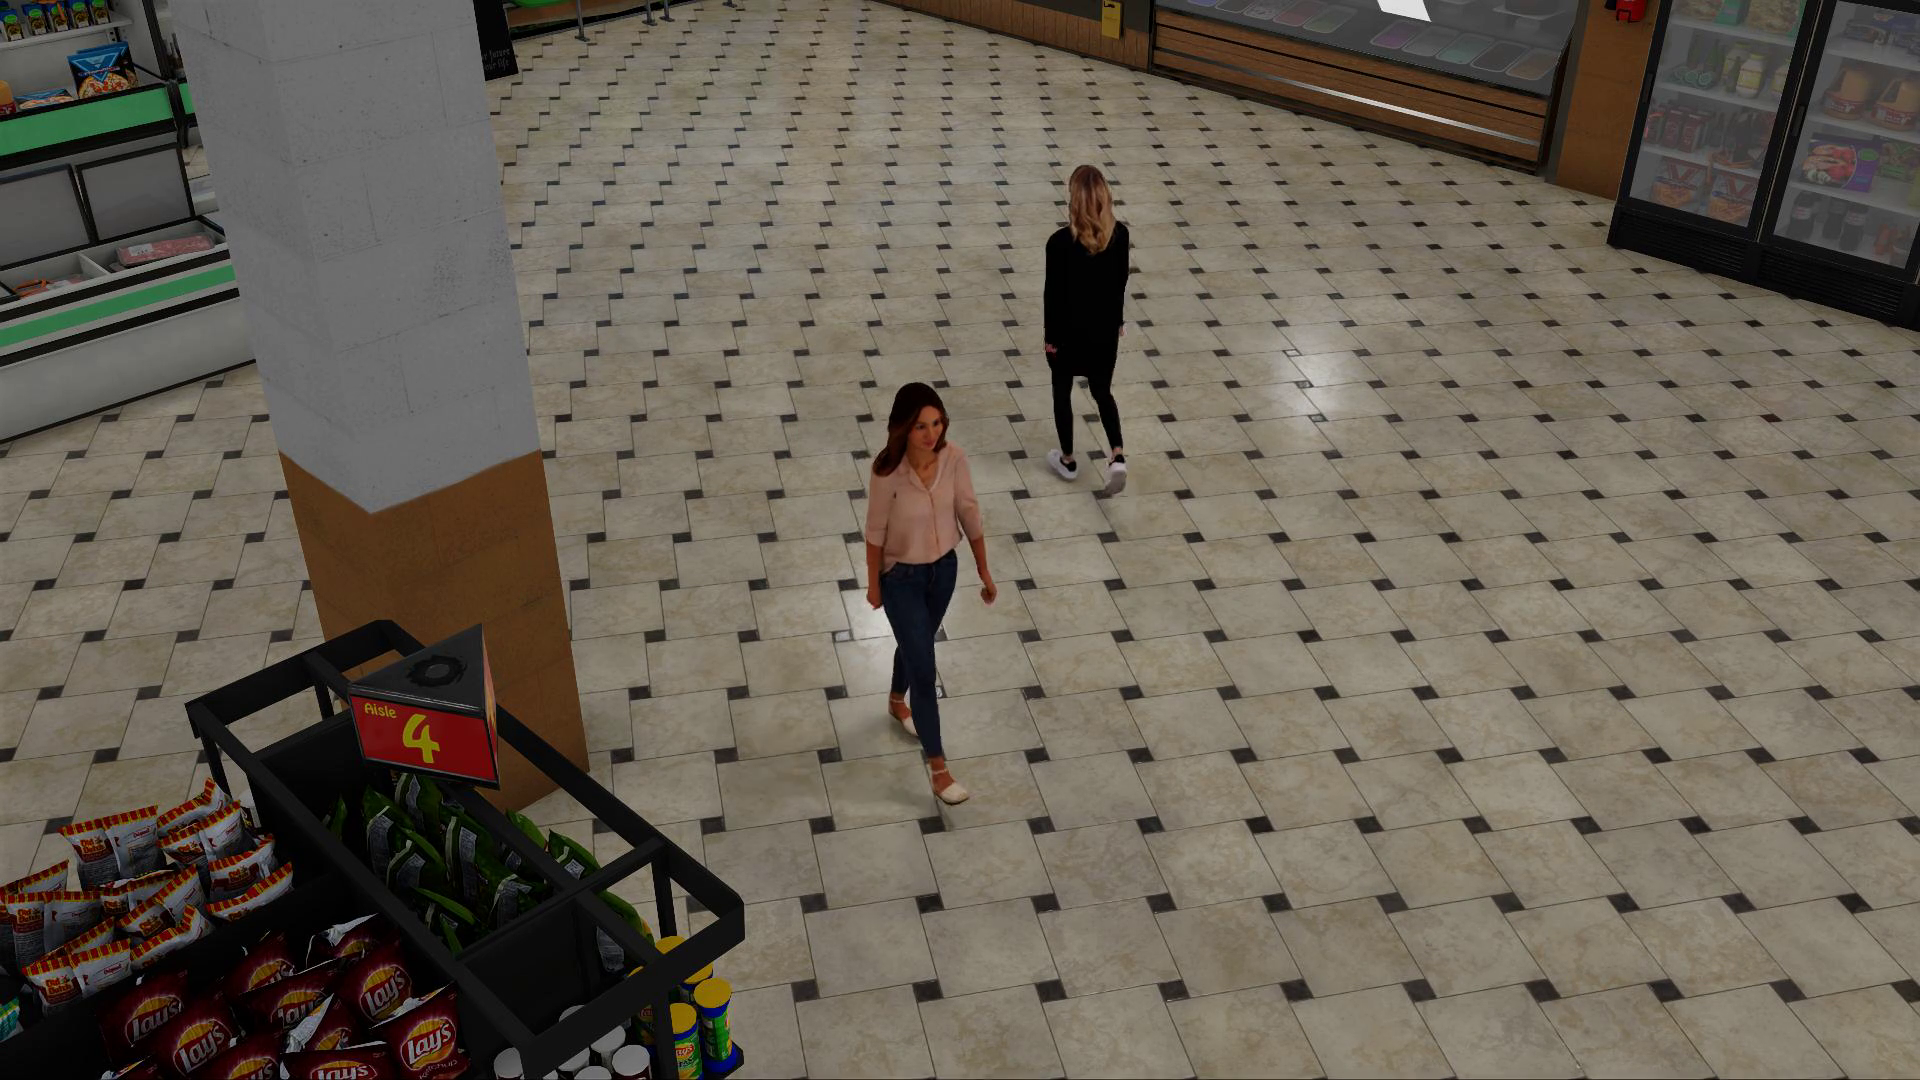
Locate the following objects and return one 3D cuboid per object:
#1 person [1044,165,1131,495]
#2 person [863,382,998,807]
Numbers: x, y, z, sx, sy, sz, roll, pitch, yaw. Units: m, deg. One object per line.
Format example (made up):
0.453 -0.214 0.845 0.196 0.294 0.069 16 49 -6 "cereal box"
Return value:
0.661 -1.007 8.521 1.032 1.781 0.939 -11 34 -17 "person"
-0.205 0.120 6.740 1.035 1.749 0.826 -19 37 -28 "person"
